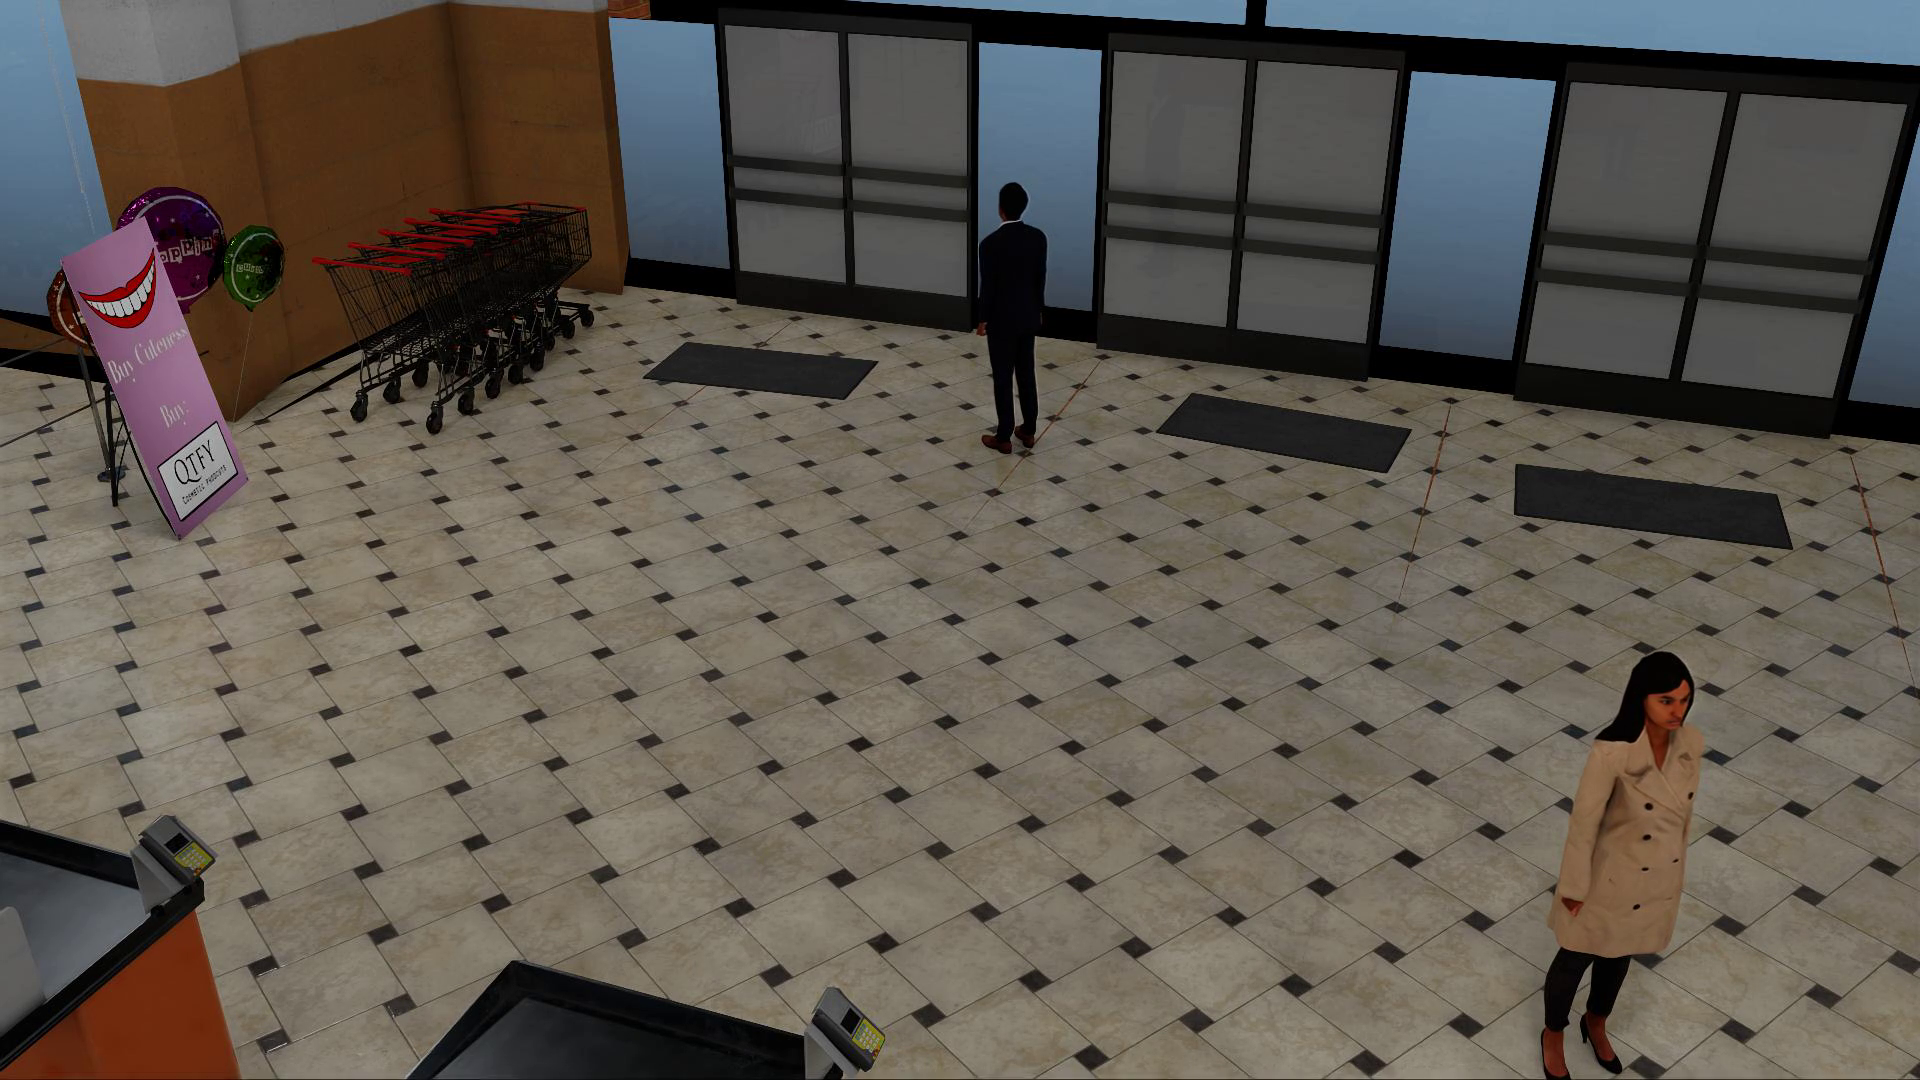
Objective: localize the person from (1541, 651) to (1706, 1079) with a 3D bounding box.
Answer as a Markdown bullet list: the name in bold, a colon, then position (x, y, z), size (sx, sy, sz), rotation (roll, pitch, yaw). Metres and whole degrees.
- **person**: position (2.210, 1.116, 5.577), size (0.707, 1.682, 0.733), rotation (-8, 28, -16)

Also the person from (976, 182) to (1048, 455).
- **person**: position (0.326, -1.384, 10.459), size (0.677, 1.725, 0.764), rotation (-15, 30, -27)
